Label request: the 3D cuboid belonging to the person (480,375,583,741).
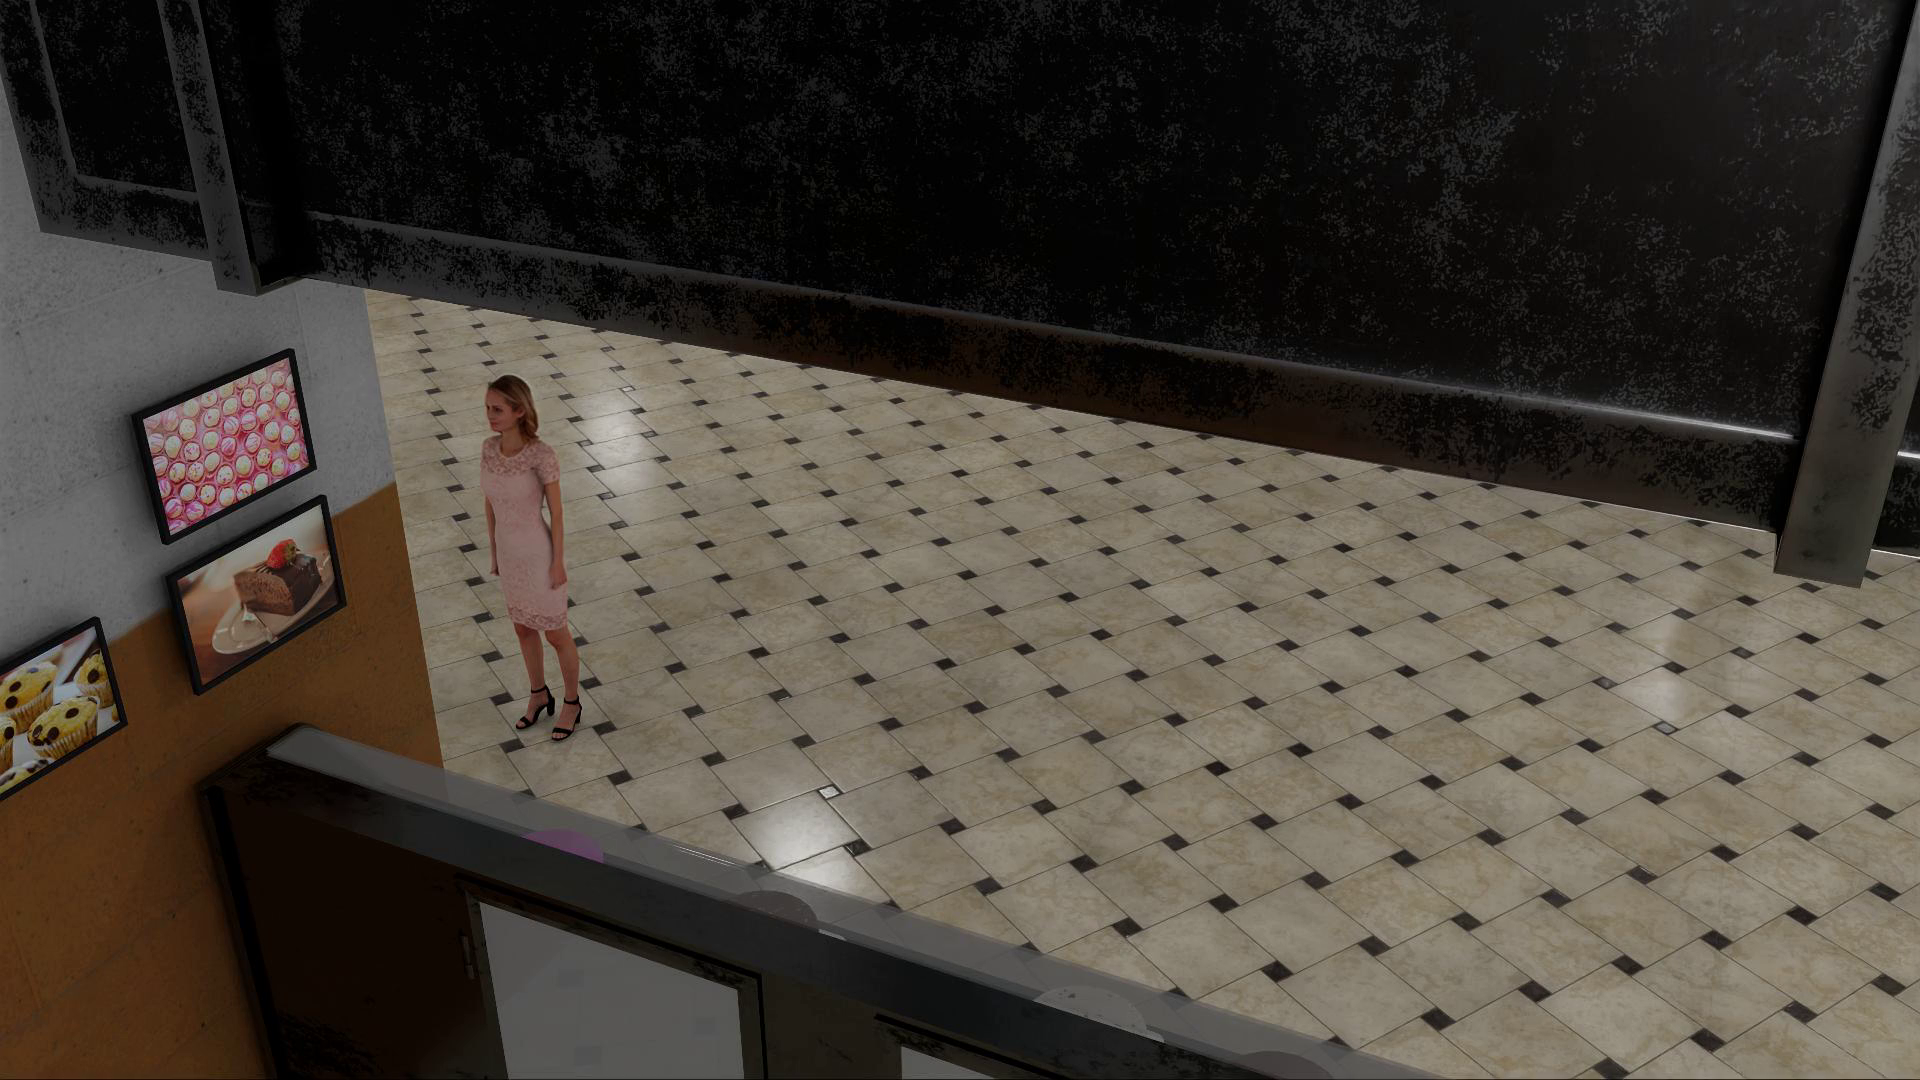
[{"bbox_3d":[-1.982,0.094,7.710,0.581,1.830,0.495,13,30,24],"label":"person"}]
